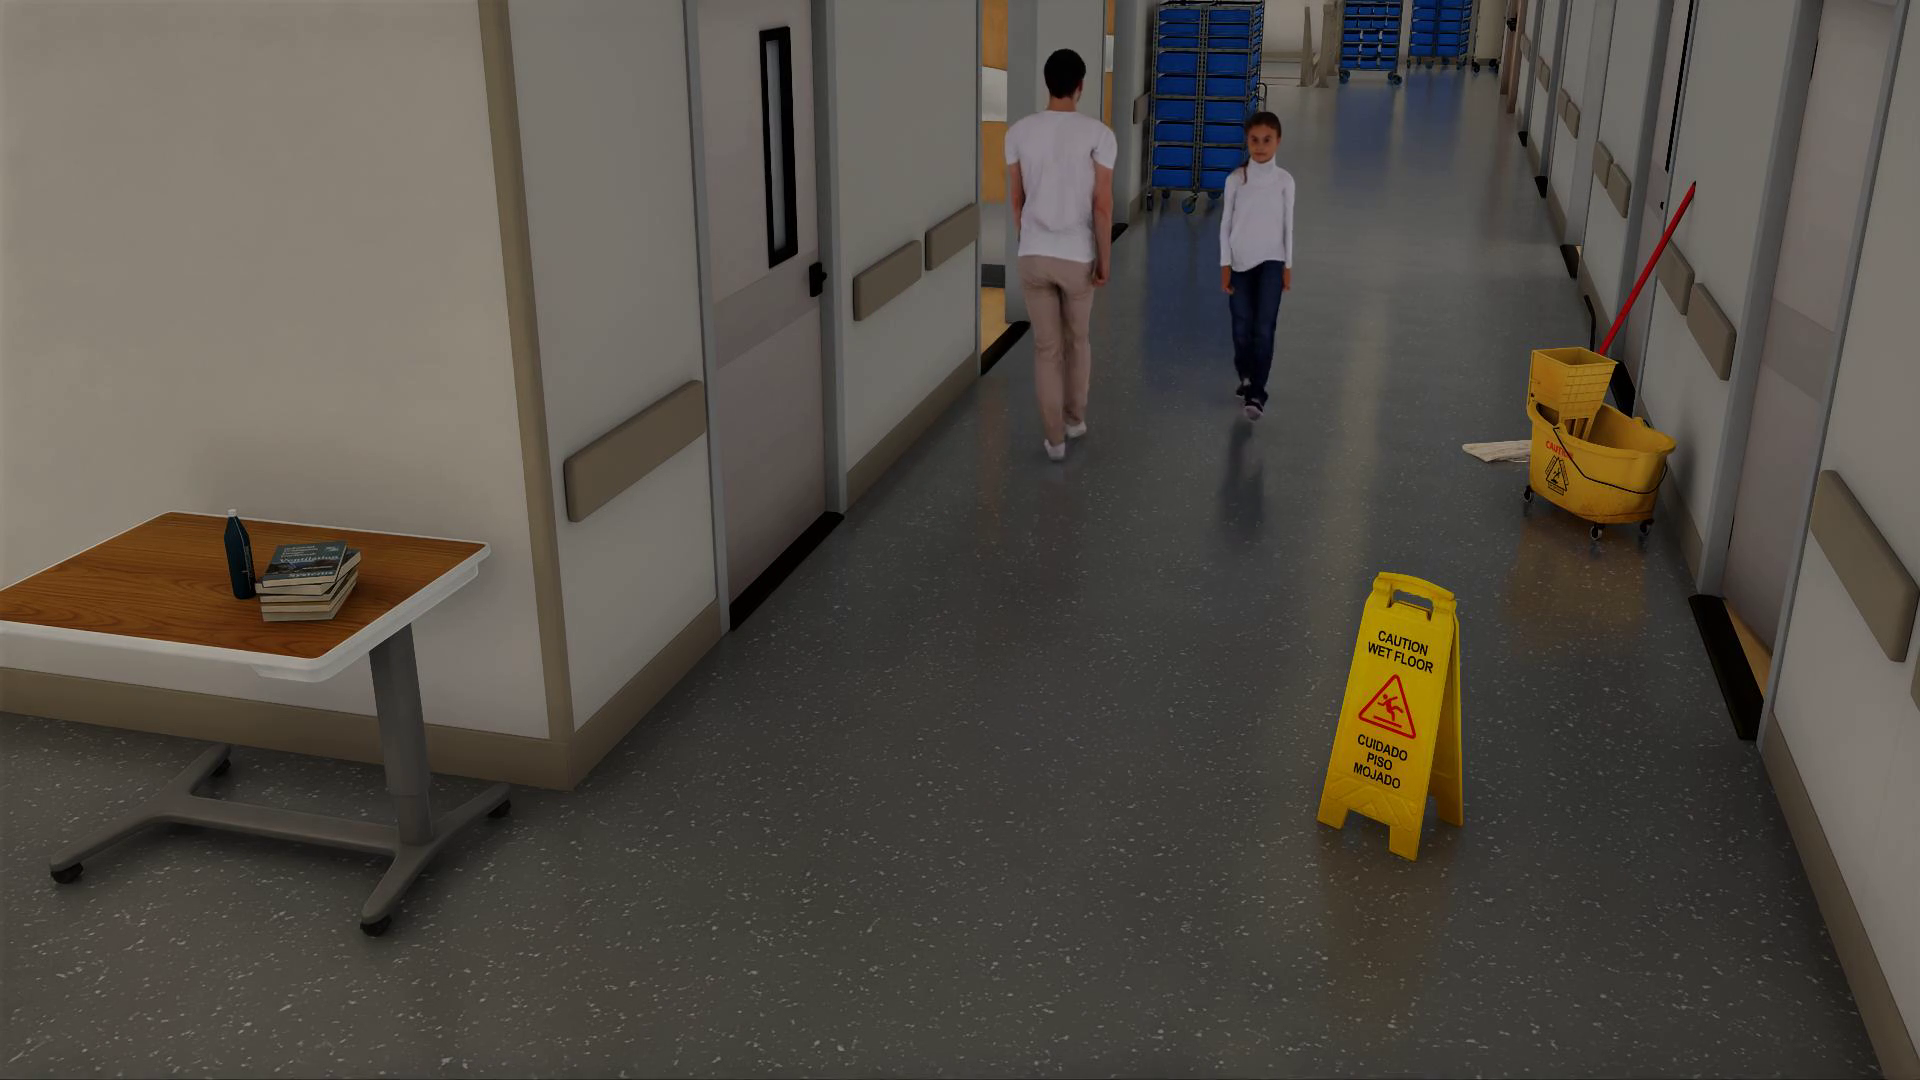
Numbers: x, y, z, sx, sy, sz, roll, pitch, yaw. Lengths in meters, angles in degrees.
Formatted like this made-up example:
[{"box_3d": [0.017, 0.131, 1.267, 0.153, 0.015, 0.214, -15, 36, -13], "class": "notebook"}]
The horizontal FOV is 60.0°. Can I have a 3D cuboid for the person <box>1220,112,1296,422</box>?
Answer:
[{"box_3d": [1.519, -1.393, 8.510, 0.501, 1.504, 1.070, 5, 21, 13], "class": "person"}]

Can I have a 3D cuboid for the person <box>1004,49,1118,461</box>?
[{"box_3d": [0.436, -1.277, 7.694, 0.723, 1.866, 0.770, 3, 21, 8], "class": "person"}]
